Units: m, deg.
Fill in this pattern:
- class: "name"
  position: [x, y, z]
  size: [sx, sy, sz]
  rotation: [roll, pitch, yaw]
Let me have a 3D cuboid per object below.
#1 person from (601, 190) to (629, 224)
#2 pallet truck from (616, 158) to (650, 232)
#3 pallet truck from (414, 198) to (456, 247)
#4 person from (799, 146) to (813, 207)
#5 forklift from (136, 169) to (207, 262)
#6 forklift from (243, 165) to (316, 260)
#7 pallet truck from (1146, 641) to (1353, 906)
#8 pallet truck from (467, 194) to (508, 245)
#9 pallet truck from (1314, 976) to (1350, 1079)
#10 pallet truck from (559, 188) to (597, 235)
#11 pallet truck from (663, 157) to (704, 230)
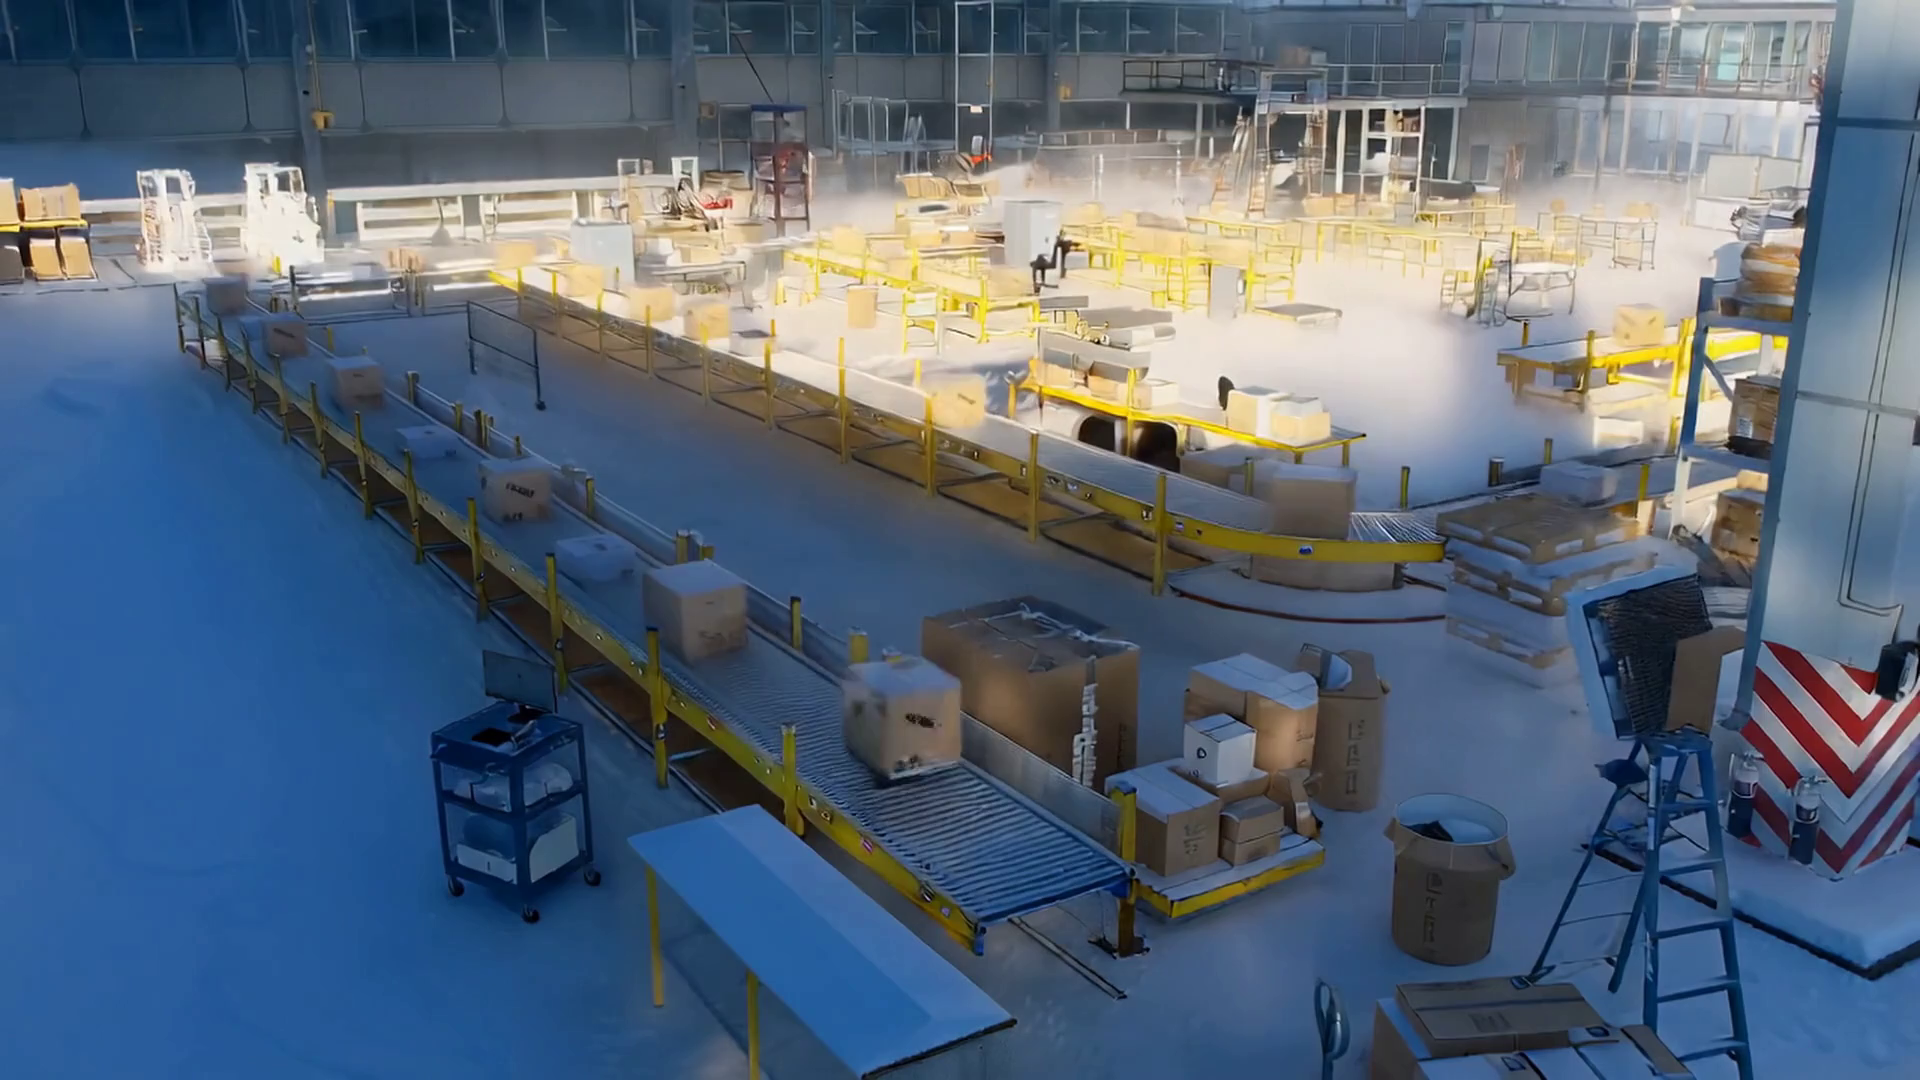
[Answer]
- class: "person"
  position: [-7.014, -6.128, 34.027]
  size: [0.610, 2.048, 0.362]
  rotation: [-13, 21, -37]
- class: "pallet truck"
  position: [-8.918, -9.176, 44.255]
  size: [0.823, 1.965, 1.885]
  rotation: [-9, 19, -27]
- class: "pallet truck"
  position: [-13.250, -8.060, 41.856]
  size: [0.680, 1.201, 1.601]
  rotation: [-10, 20, -31]
- class: "person"
  position: [-4.776, -11.277, 51.477]
  size: [0.407, 1.874, 0.797]
  rotation: [-5, 18, -17]
- class: "forklift"
  position: [-17.842, -7.318, 37.559]
  size: [1.157, 1.987, 2.680]
  rotation: [-10, 20, -31]
- class: "forklift"
  position: [-15.898, -7.669, 38.708]
  size: [1.157, 1.987, 2.680]
  rotation: [-11, 20, -33]
- class: "pallet truck"
  position: [1.664, 1.407, 10.232]
  size: [1.630, 1.274, 0.653]
  rotation: [-10, 20, -31]
- class: "pallet truck"
  position: [-11.983, -8.177, 42.137]
  size: [0.704, 1.261, 1.522]
  rotation: [-11, 20, -33]
- class: "pallet truck"
  position: [2.299, 2.390, 7.086]
  size: [1.601, 1.201, 0.680]
  rotation: [-2, 17, -7]
- class: "pallet truck"
  position: [-10.010, -8.652, 43.699]
  size: [0.653, 1.274, 1.630]
  rotation: [-10, 20, -31]
- class: "pallet truck"
  position: [-7.586, -9.308, 44.692]
  size: [0.823, 1.965, 1.885]
  rotation: [-11, 20, -33]
